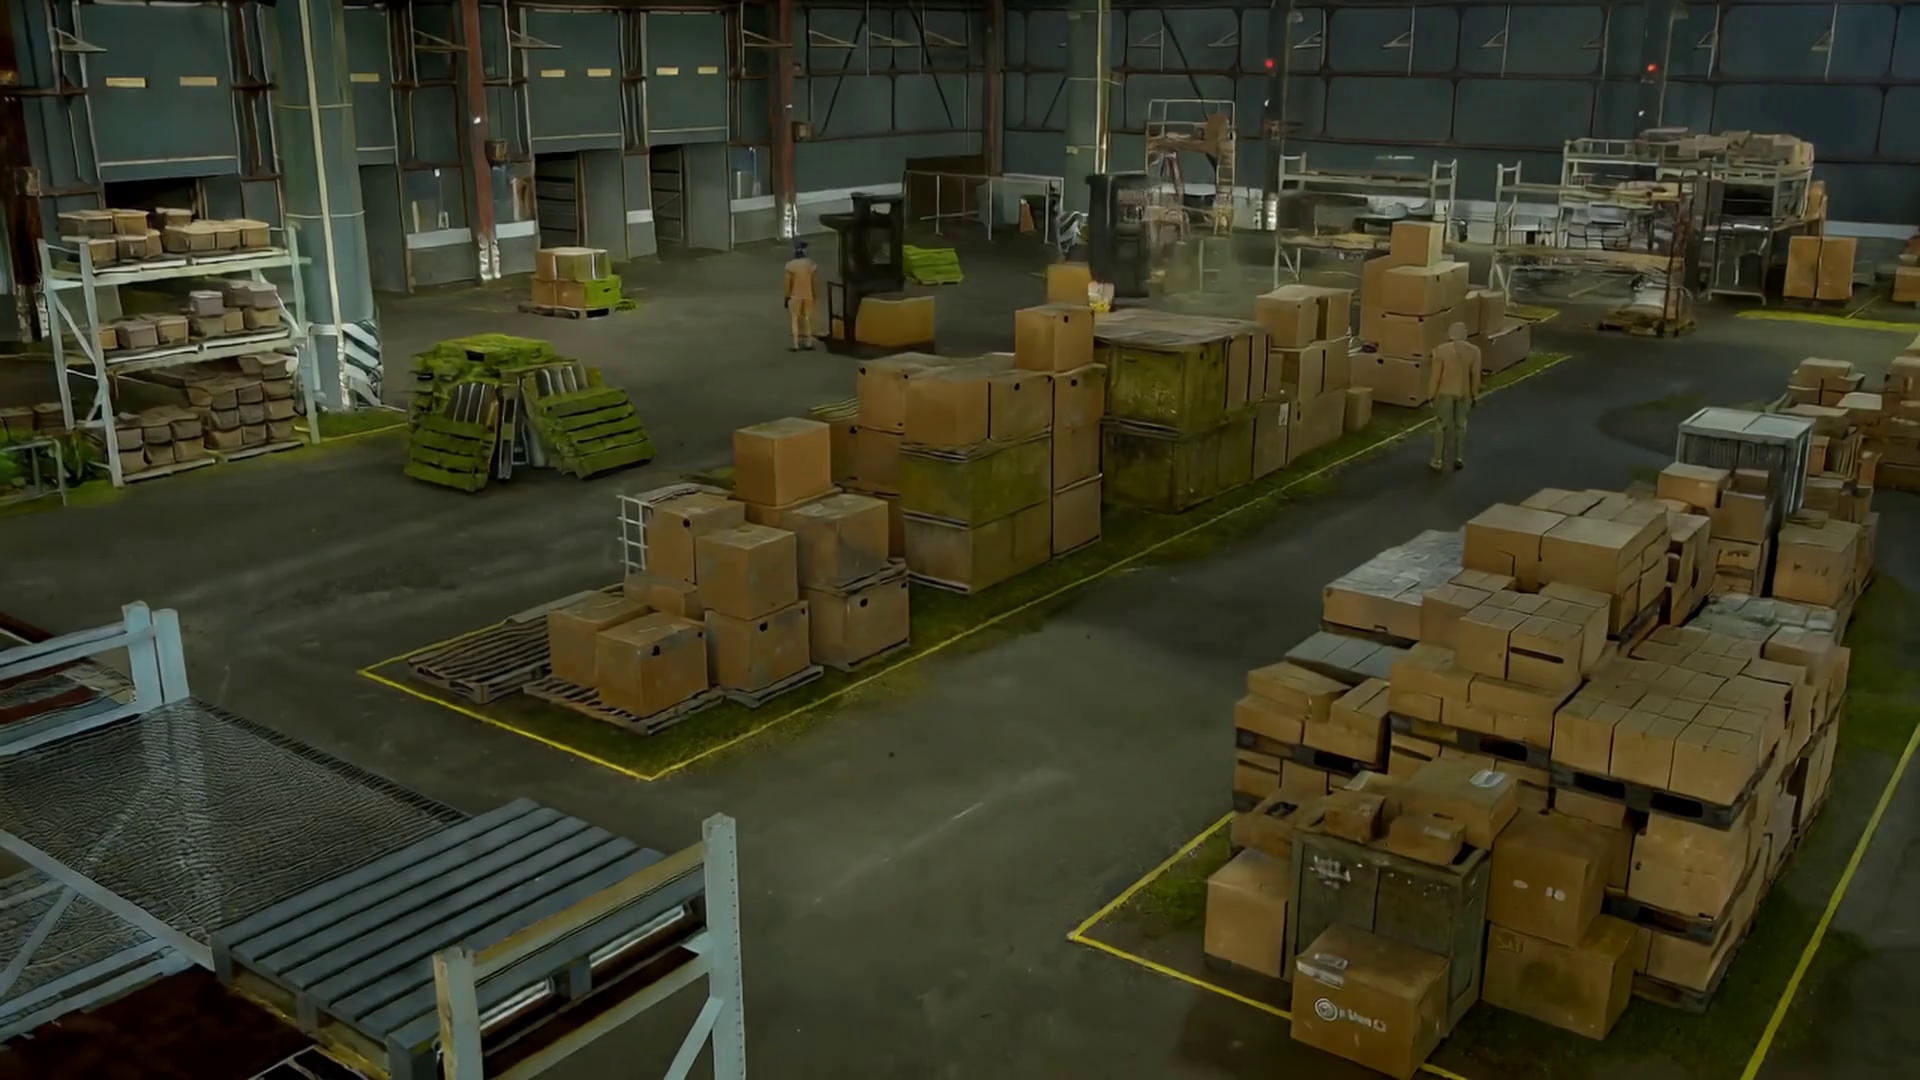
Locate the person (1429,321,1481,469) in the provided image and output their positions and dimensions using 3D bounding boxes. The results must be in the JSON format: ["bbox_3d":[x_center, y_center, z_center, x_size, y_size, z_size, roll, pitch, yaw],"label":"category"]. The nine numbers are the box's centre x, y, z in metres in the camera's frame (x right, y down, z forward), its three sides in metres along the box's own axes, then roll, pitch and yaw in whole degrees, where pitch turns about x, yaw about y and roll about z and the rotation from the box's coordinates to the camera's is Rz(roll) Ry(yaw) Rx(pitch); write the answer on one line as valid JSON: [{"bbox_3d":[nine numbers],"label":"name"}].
[{"bbox_3d":[6.403,-1.881,21.607,0.631,1.940,0.372,1,17,3],"label":"person"}]

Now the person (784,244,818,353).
[{"bbox_3d":[-2.831,-4.307,29.665,0.639,1.926,0.367,-8,19,-24],"label":"person"}]

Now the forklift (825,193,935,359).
[{"bbox_3d":[-1.400,-4.665,29.220,1.129,2.768,1.873,-14,22,-38],"label":"forklift"}]

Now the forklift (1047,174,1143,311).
[{"bbox_3d":[2.710,-5.826,33.065,1.873,2.768,1.129,2,17,8],"label":"forklift"}]

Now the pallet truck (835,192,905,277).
[{"bbox_3d":[-1.936,-7.159,38.982,1.885,1.965,0.823,-12,21,-34],"label":"pallet truck"}]

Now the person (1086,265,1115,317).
[{"bbox_3d":[2.394,-3.880,28.639,0.540,1.696,0.316,11,20,31],"label":"person"}]
